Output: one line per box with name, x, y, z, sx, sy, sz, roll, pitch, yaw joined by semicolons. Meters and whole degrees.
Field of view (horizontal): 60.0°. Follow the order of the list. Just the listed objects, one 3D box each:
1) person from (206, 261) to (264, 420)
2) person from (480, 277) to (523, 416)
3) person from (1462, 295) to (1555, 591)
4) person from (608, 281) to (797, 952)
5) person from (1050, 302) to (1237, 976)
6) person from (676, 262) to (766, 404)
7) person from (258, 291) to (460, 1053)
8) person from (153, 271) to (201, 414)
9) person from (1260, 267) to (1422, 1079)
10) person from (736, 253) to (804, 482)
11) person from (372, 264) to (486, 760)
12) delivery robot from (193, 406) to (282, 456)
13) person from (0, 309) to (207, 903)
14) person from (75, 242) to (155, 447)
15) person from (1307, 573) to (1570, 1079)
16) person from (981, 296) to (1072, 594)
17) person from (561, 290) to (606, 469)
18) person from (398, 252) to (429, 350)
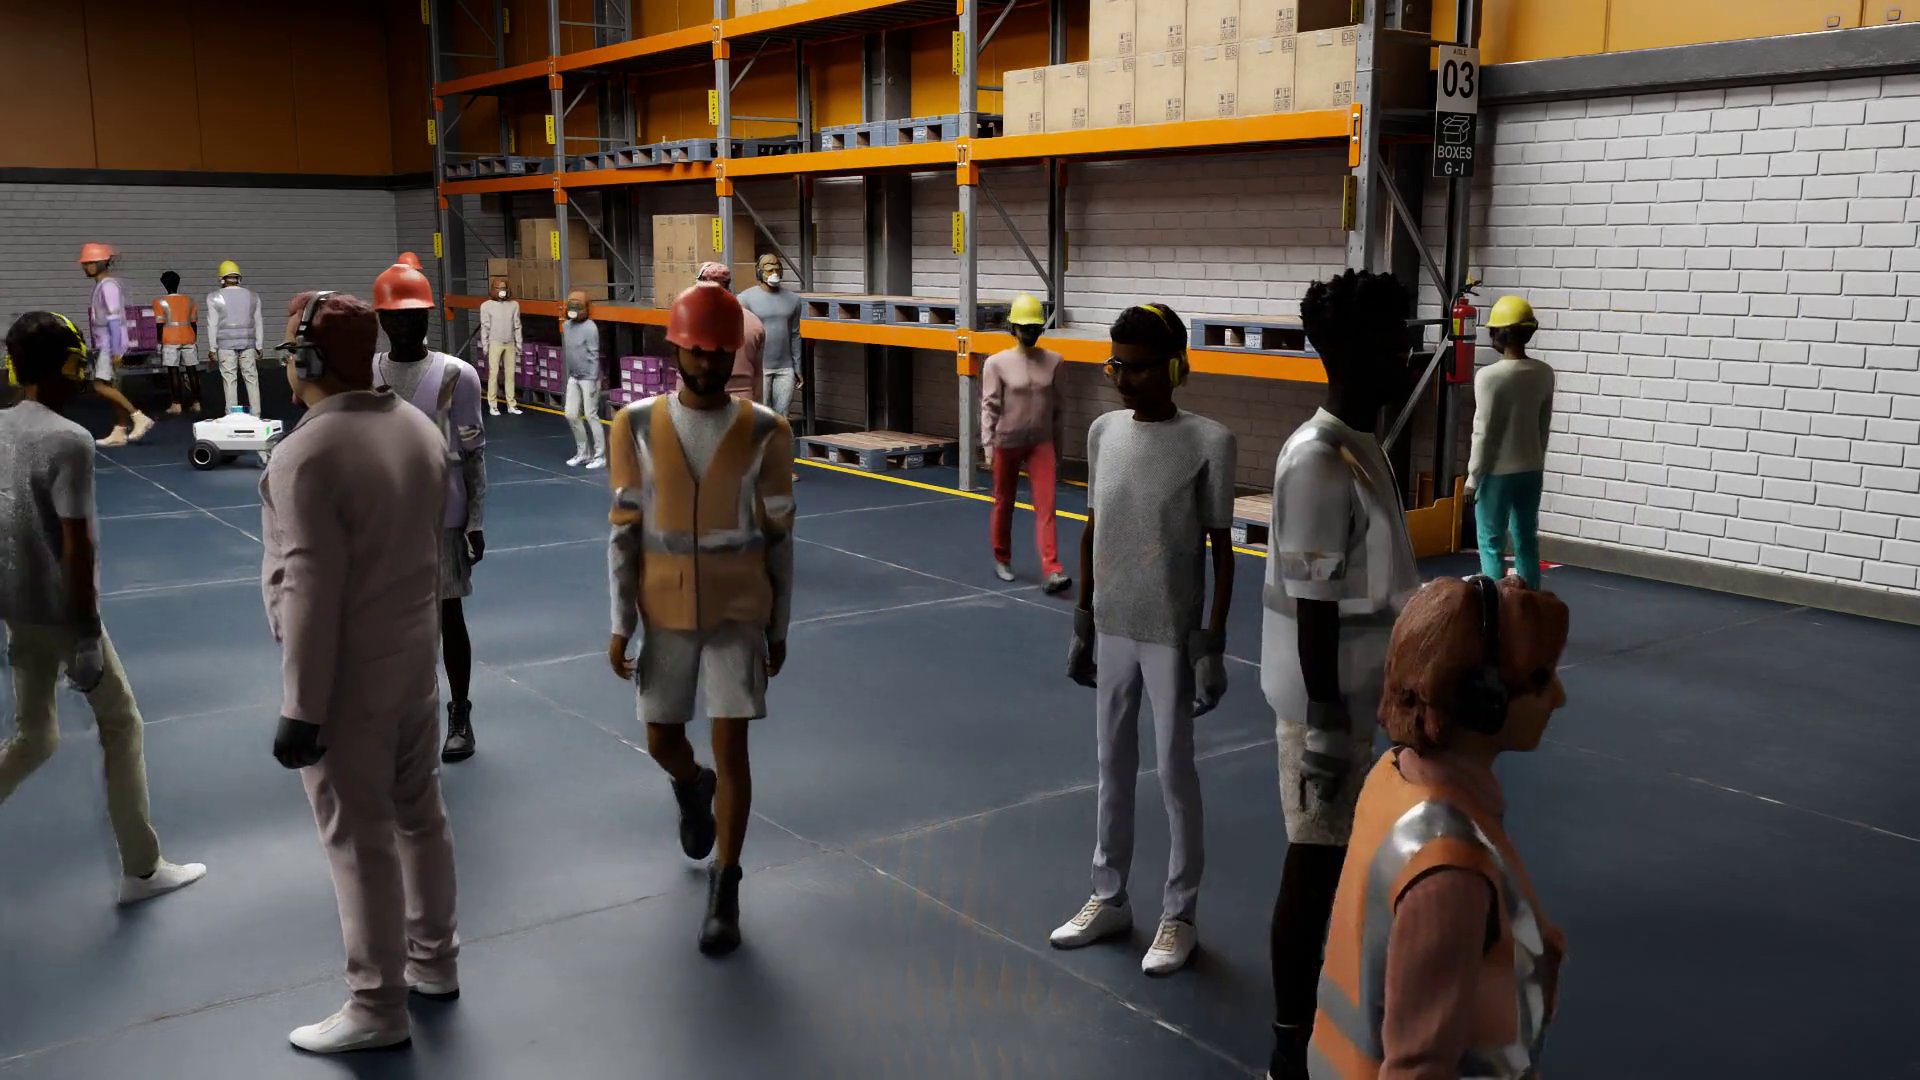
person;-7.985;-2.149;18.318;0.603;1.828;0.404;-9;14;-43
person;-5.407;-2.283;19.637;0.501;1.626;0.278;-9;14;-43
person;2.734;-0.335;8.337;0.533;1.766;0.326;-5;11;-28
person;-0.757;0.189;4.969;0.556;1.919;0.775;0;10;-2
person;0.519;0.276;4.645;0.520;1.865;0.328;8;13;39
person;-1.504;-0.753;10.284;0.643;1.910;0.400;-10;14;-43
person;-1.531;0.333;4.201;0.403;1.906;0.651;2;10;11
person;-9.292;-2.337;19.745;0.322;1.695;0.536;7;12;35
person;0.899;0.350;3.934;0.361;1.966;0.611;3;11;19
person;-1.599;-1.442;14.052;0.630;1.940;0.372;-7;12;-35
person;-2.128;-0.092;6.483;0.551;1.940;0.349;0;10;-3
delivery robot;-6.511;-0.968;15.010;0.707;0.478;0.477;0;10;-1
person;-2.759;0.245;4.917;0.537;1.837;0.758;5;11;24
person;-8.439;-1.926;16.506;0.488;2.027;0.619;-6;12;-29
person;0.550;0.828;2.281;0.779;1.612;0.517;2;10;9
person;0.382;-0.552;9.675;0.550;1.712;0.920;-3;11;-17
person;-3.353;-1.428;14.886;0.517;1.605;0.454;8;13;38
person;-6.147;-2.251;18.644;0.425;1.926;0.549;4;11;22
